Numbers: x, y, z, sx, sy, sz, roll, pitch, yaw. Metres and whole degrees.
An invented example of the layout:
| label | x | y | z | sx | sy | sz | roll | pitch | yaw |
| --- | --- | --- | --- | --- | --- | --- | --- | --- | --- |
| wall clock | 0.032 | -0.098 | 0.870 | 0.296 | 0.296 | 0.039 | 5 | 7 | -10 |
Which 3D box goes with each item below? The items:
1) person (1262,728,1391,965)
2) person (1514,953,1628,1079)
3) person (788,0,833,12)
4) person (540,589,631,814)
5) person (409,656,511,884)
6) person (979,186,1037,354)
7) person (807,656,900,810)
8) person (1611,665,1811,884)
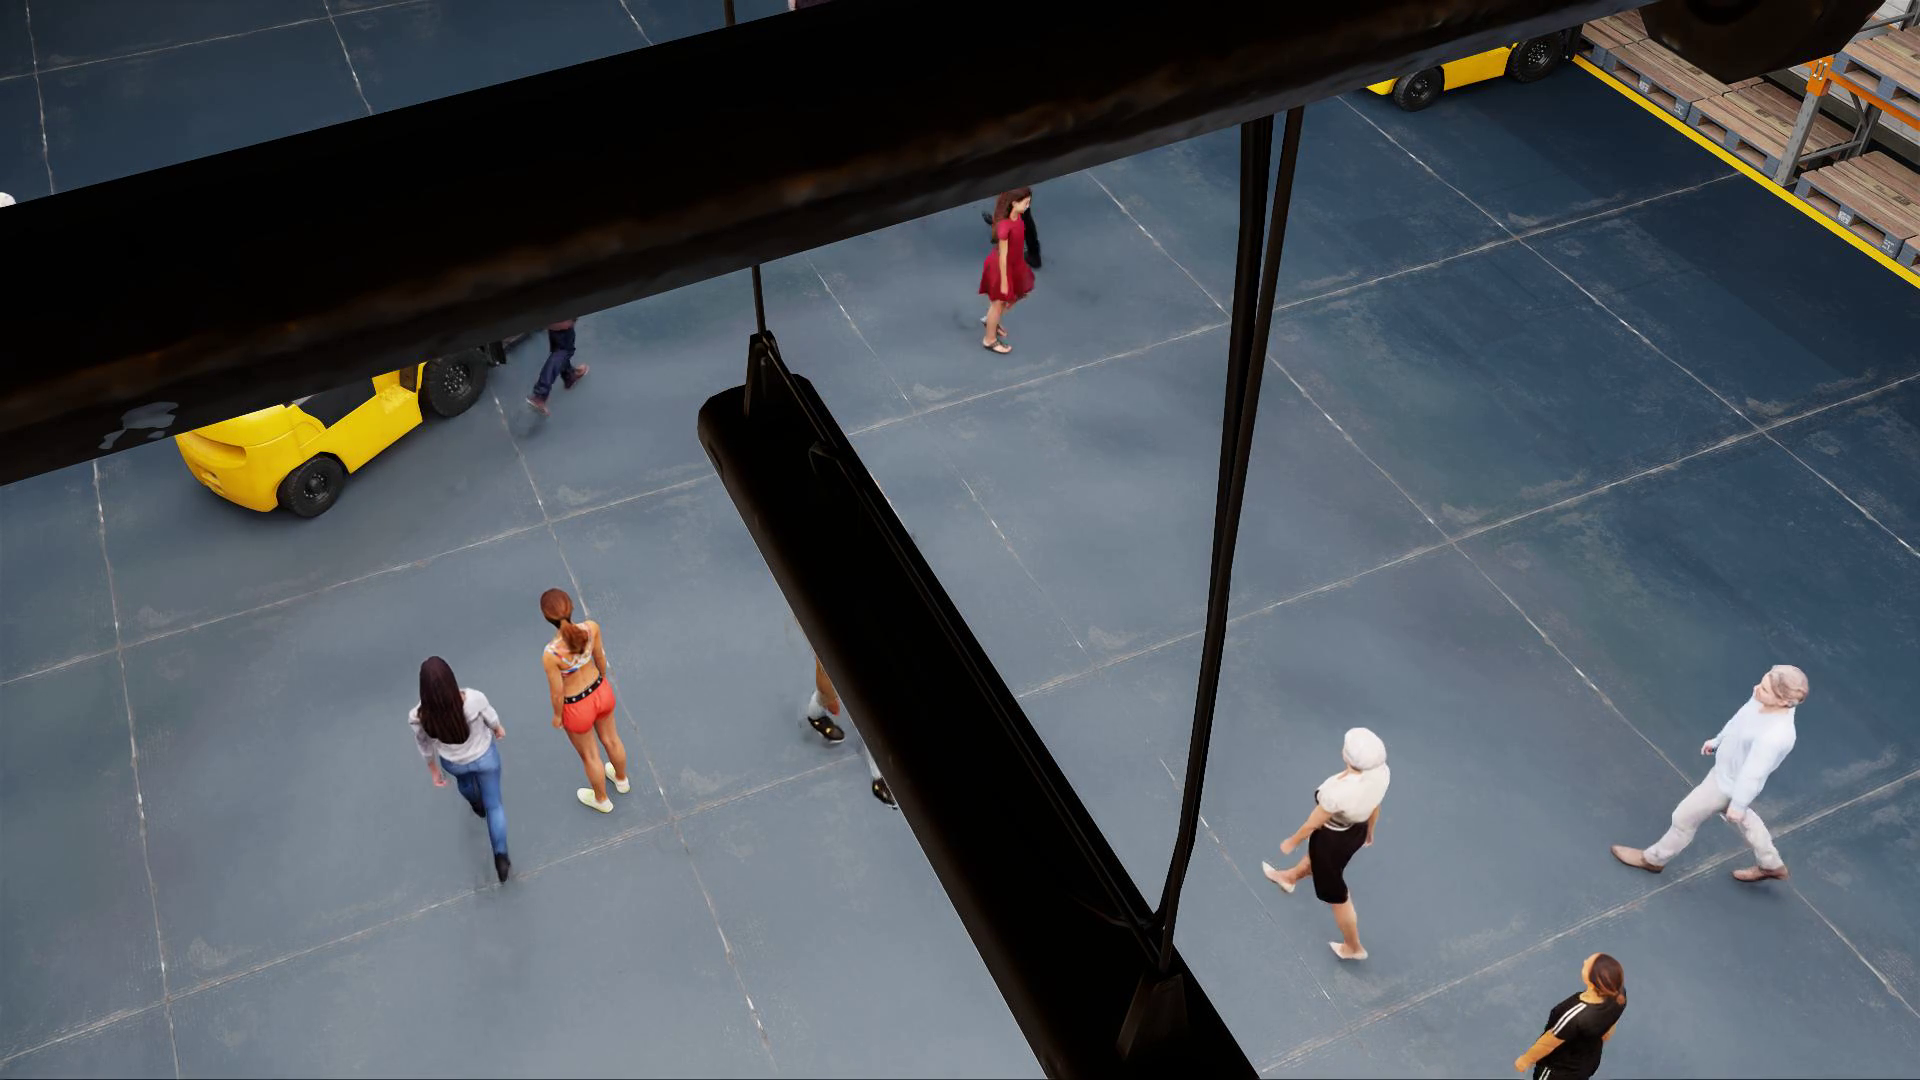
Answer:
| label | x | y | z | sx | sy | sz | roll | pitch | yaw |
| --- | --- | --- | --- | --- | --- | --- | --- | --- | --- |
| person | 2.137 | 1.740 | 9.143 | 0.815 | 1.708 | 1.143 | -29 | 51 | -27 |
| person | 3.071 | 2.631 | 8.246 | 0.623 | 1.656 | 0.604 | -25 | 49 | -24 |
| person | -1.402 | -5.105 | 16.251 | 0.903 | 1.815 | 1.207 | -32 | 52 | -29 |
| person | -2.229 | 0.965 | 9.898 | 0.673 | 1.789 | 0.661 | 30 | 51 | 28 |
| person | -2.822 | 1.336 | 9.649 | 0.738 | 1.596 | 1.070 | -11 | 45 | -11 |
| person | 0.309 | -2.230 | 13.438 | 0.852 | 1.532 | 0.791 | 15 | 46 | 16 |
| person | -0.752 | 0.781 | 10.125 | 0.848 | 1.742 | 1.300 | -34 | 53 | -30 |
| person | 4.482 | 1.367 | 9.424 | 1.269 | 1.860 | 1.127 | 19 | 47 | 19 |
